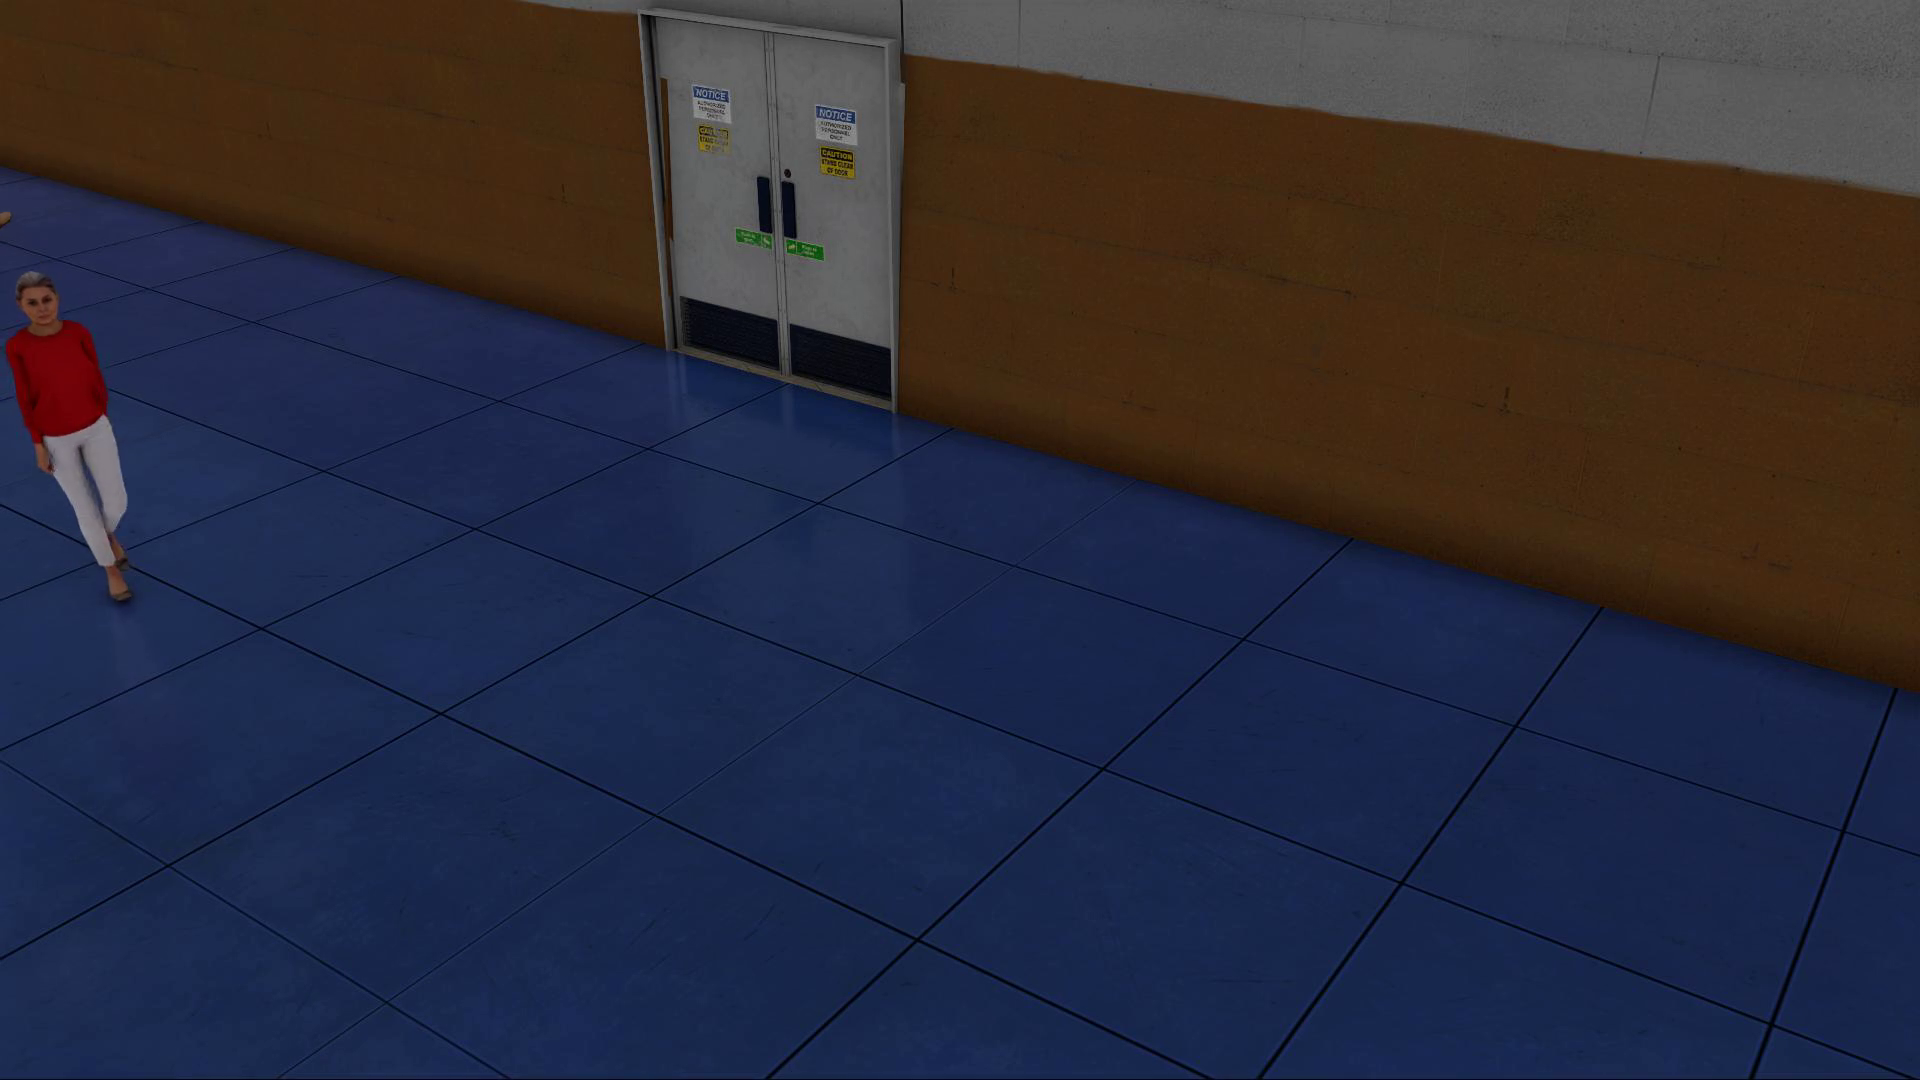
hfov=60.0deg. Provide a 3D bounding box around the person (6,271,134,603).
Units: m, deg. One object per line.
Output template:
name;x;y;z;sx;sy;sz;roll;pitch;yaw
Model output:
person;-4.357;-0.508;8.147;0.693;1.684;0.717;-19;33;-33
